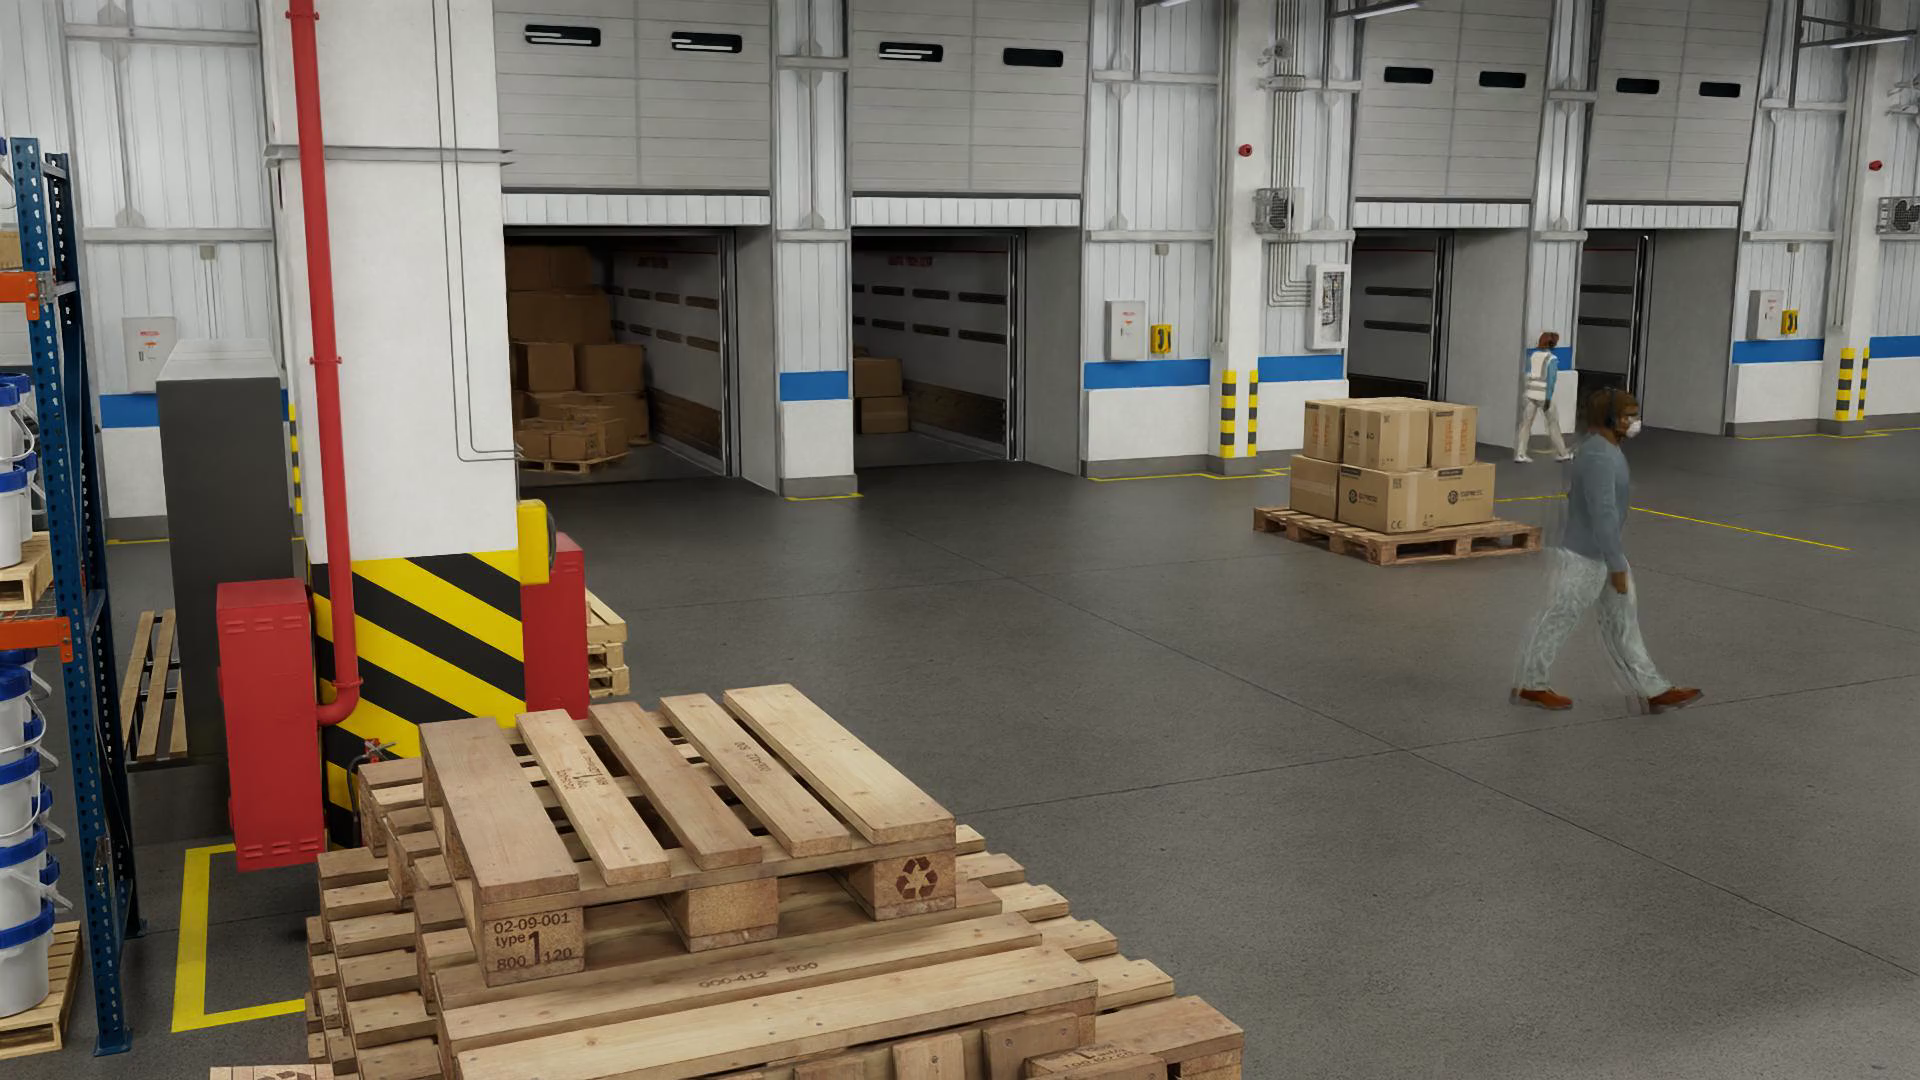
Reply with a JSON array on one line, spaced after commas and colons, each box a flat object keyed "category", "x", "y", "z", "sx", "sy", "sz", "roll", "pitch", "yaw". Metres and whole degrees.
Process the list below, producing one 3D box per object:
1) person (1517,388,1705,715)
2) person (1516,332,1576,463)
[{"category": "person", "x": 3.707, "y": 0.090, "z": 9.428, "sx": 1.035, "sy": 1.879, "sz": 0.647, "roll": 5, "pitch": 12, "yaw": 27}, {"category": "person", "x": 7.158, "y": -1.727, "z": 20.249, "sx": 0.825, "sy": 1.598, "sz": 0.516, "roll": -4, "pitch": 11, "yaw": -19}]
